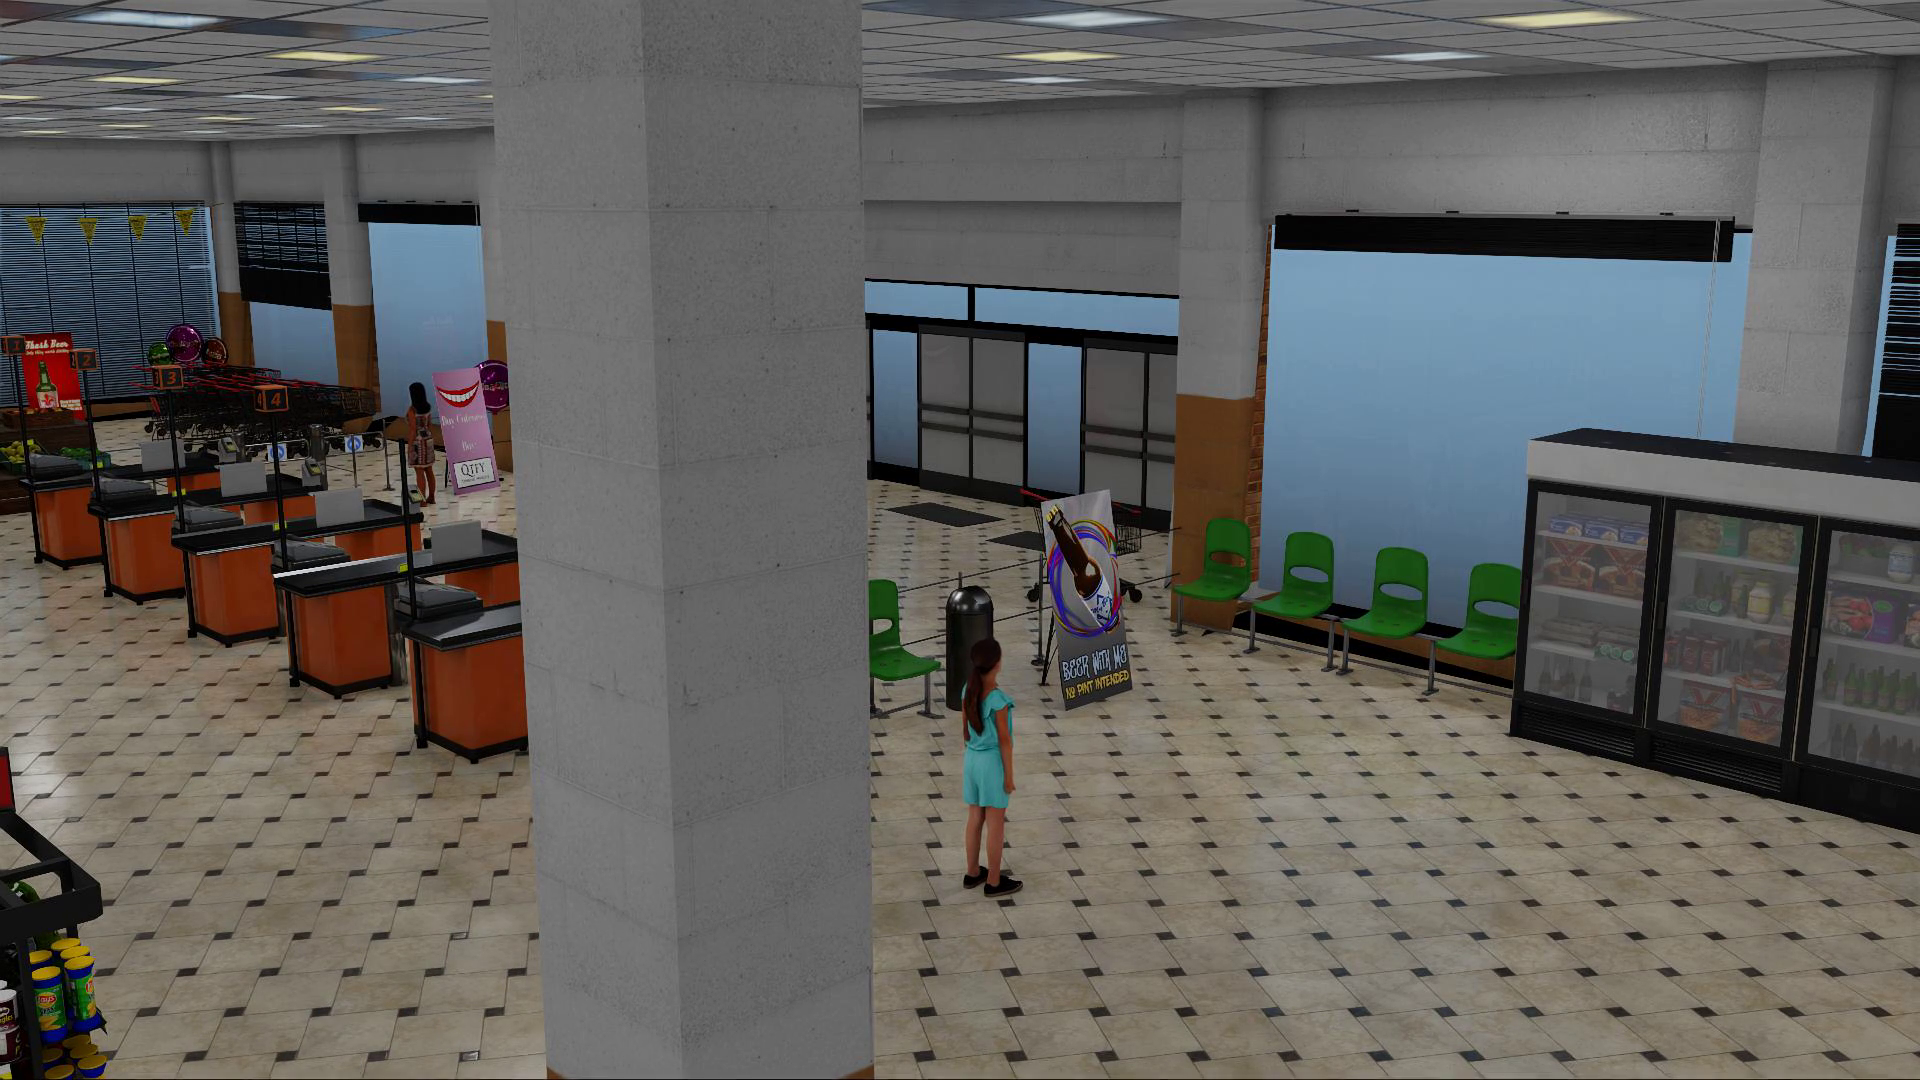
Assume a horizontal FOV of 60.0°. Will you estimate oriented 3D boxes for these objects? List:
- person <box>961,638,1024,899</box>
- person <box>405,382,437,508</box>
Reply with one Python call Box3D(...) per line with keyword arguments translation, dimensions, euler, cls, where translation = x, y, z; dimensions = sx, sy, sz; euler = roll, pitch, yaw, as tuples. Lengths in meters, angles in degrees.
Box3D(translation=(0.162, 1.330, 9.856), dimensions=(0.544, 1.558, 0.554), euler=(-10, 16, -40), cls="person")
Box3D(translation=(-7.129, -1.271, 21.998), dimensions=(0.784, 1.645, 0.643), euler=(4, 12, 17), cls="person")
